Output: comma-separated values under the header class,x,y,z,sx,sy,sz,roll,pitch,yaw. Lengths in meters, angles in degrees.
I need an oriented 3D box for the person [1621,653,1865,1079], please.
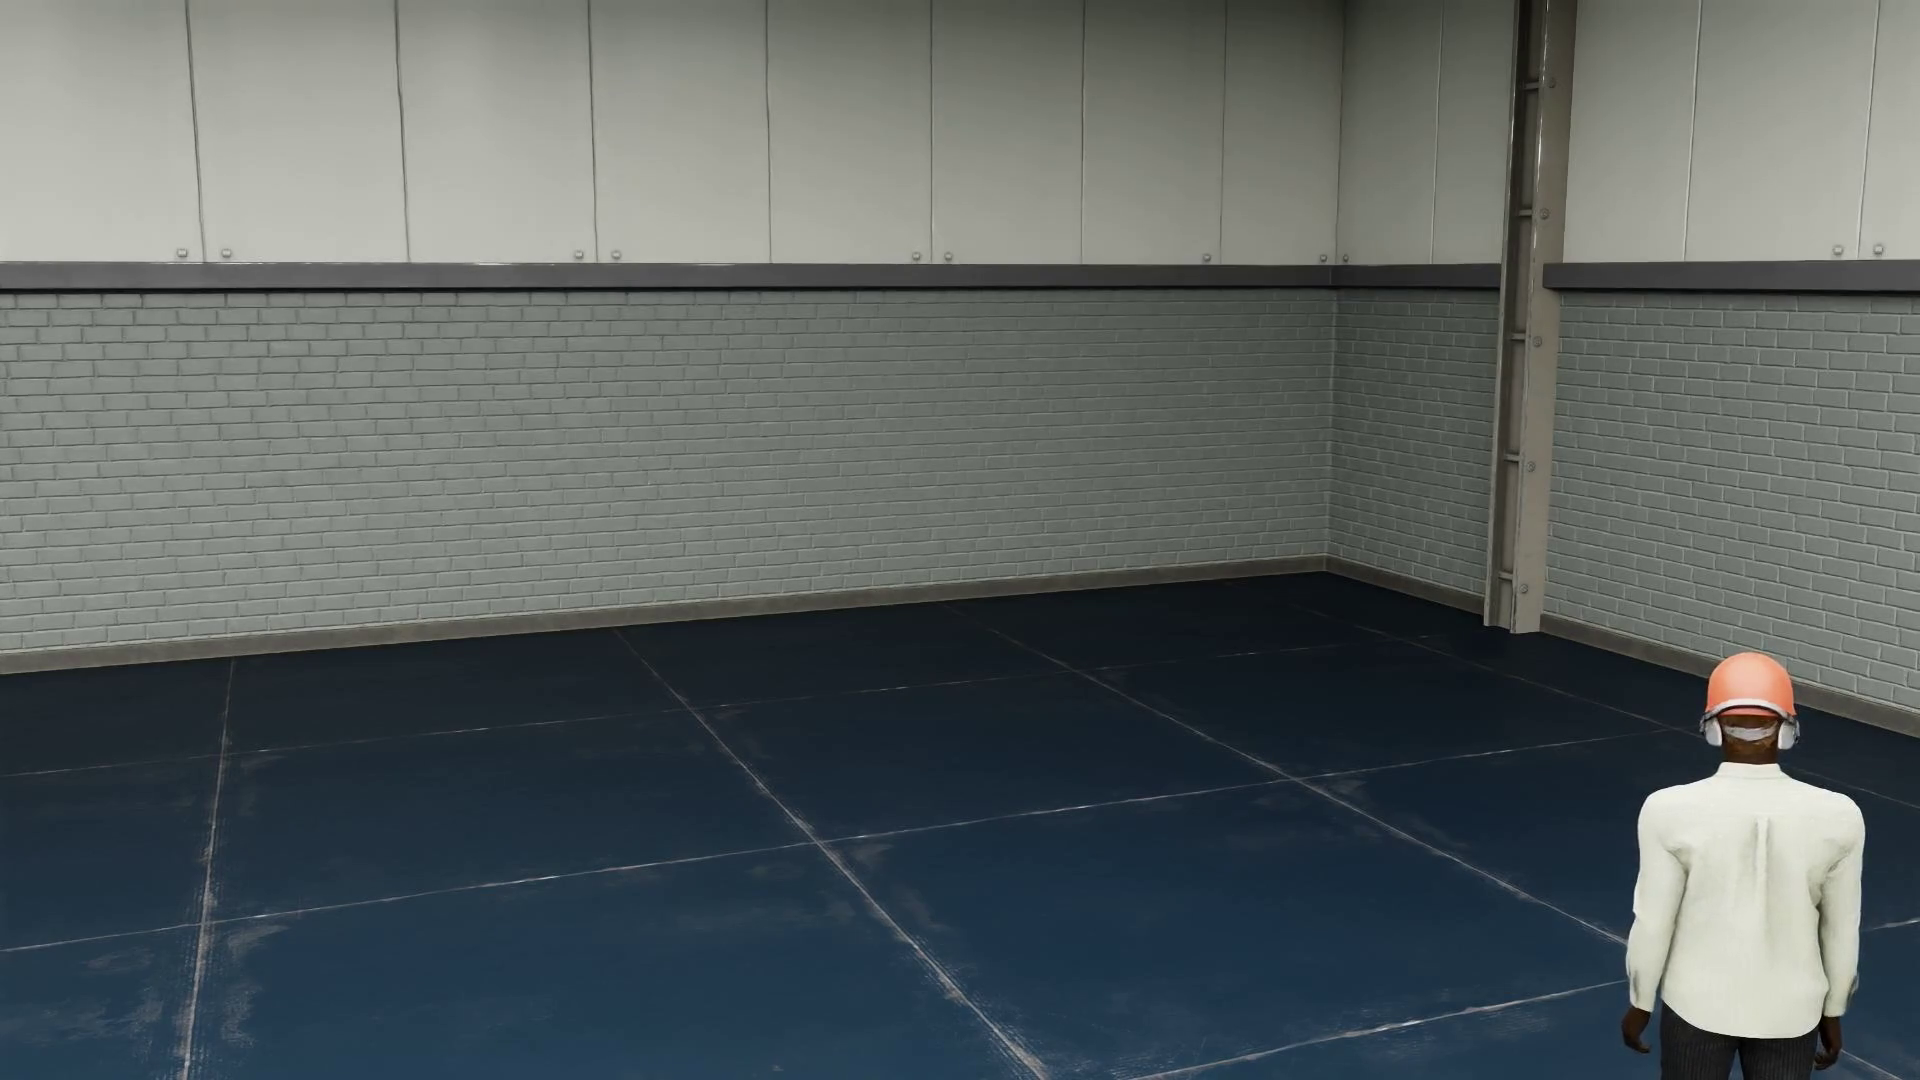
class,x,y,z,sx,sy,sz,roll,pitch,yaw
person,2.192,1.303,4.706,0.609,1.986,0.391,1,9,9
